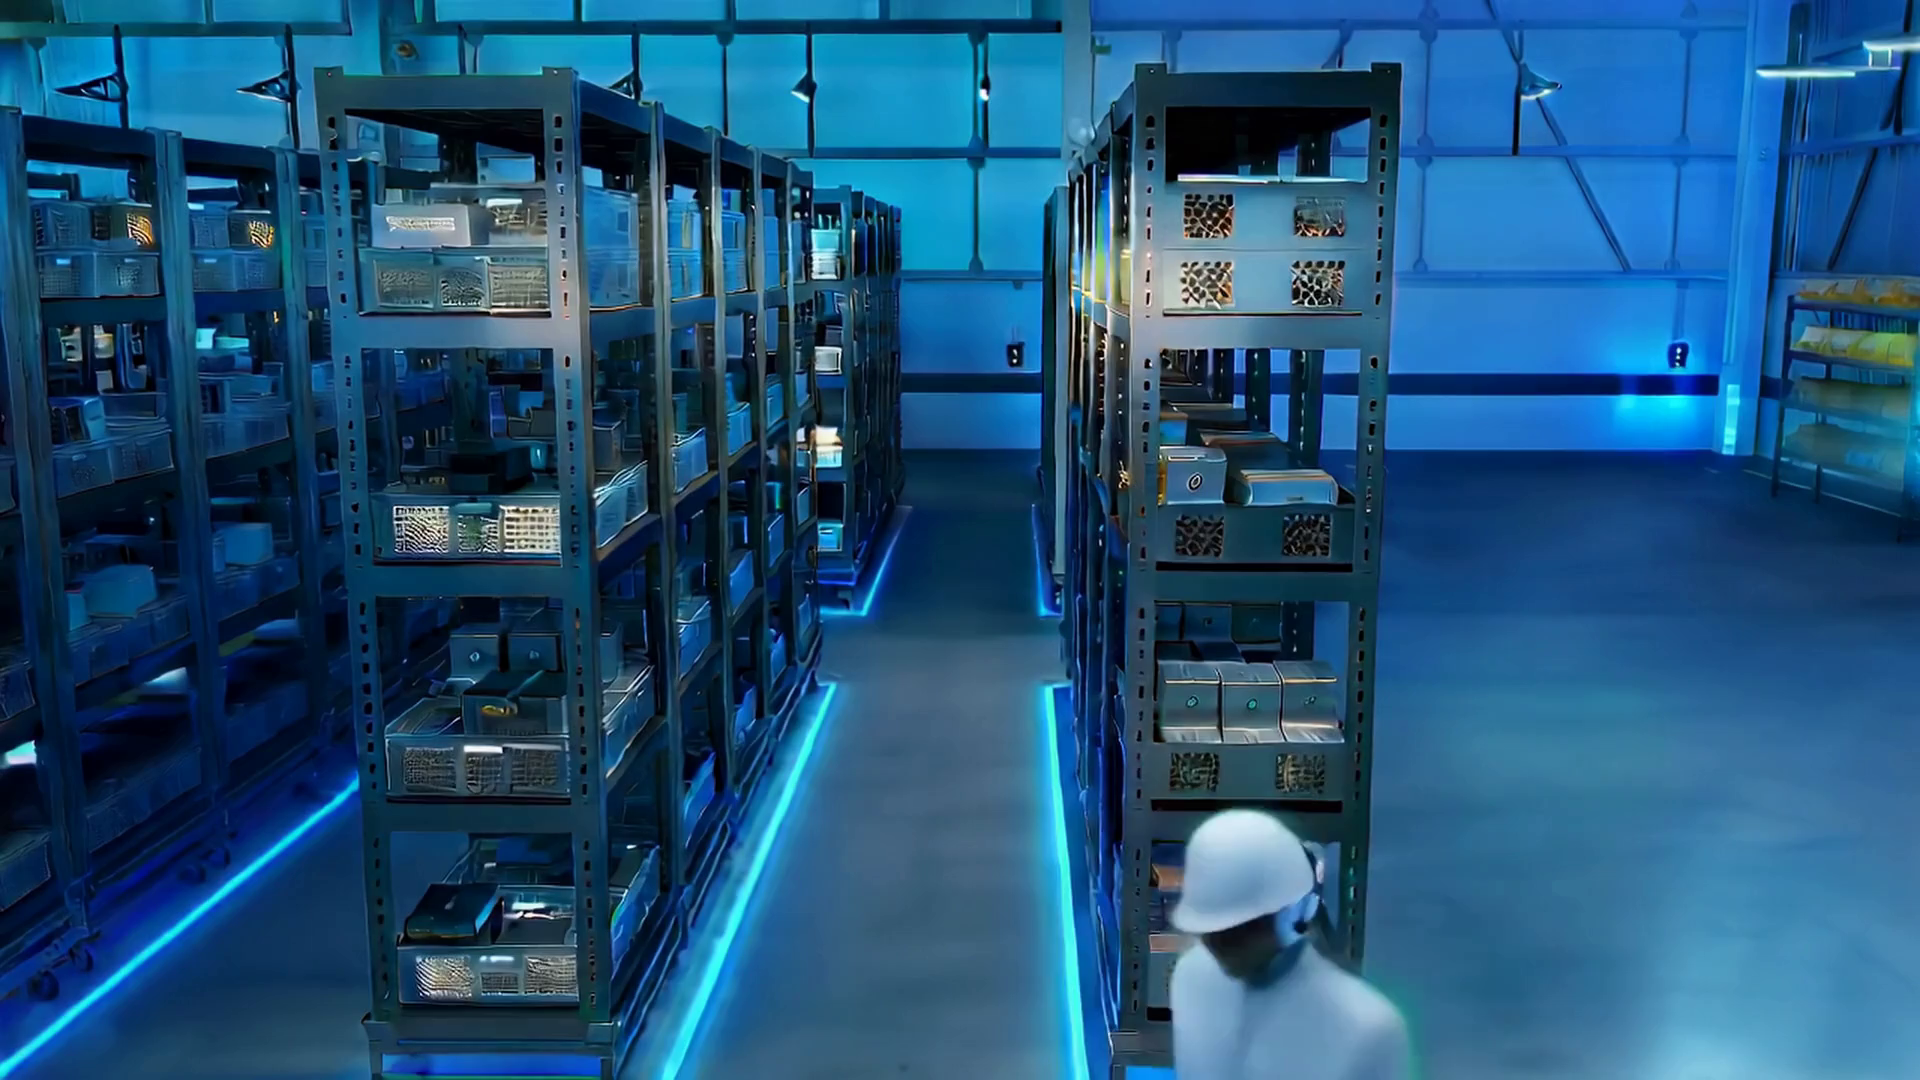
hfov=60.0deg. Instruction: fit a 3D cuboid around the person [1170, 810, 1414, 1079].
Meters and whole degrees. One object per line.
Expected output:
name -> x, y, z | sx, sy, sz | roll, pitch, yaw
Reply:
person -> 0.613, 1.502, 3.389 | 0.632, 1.920, 1.036 | 8, 13, 40
